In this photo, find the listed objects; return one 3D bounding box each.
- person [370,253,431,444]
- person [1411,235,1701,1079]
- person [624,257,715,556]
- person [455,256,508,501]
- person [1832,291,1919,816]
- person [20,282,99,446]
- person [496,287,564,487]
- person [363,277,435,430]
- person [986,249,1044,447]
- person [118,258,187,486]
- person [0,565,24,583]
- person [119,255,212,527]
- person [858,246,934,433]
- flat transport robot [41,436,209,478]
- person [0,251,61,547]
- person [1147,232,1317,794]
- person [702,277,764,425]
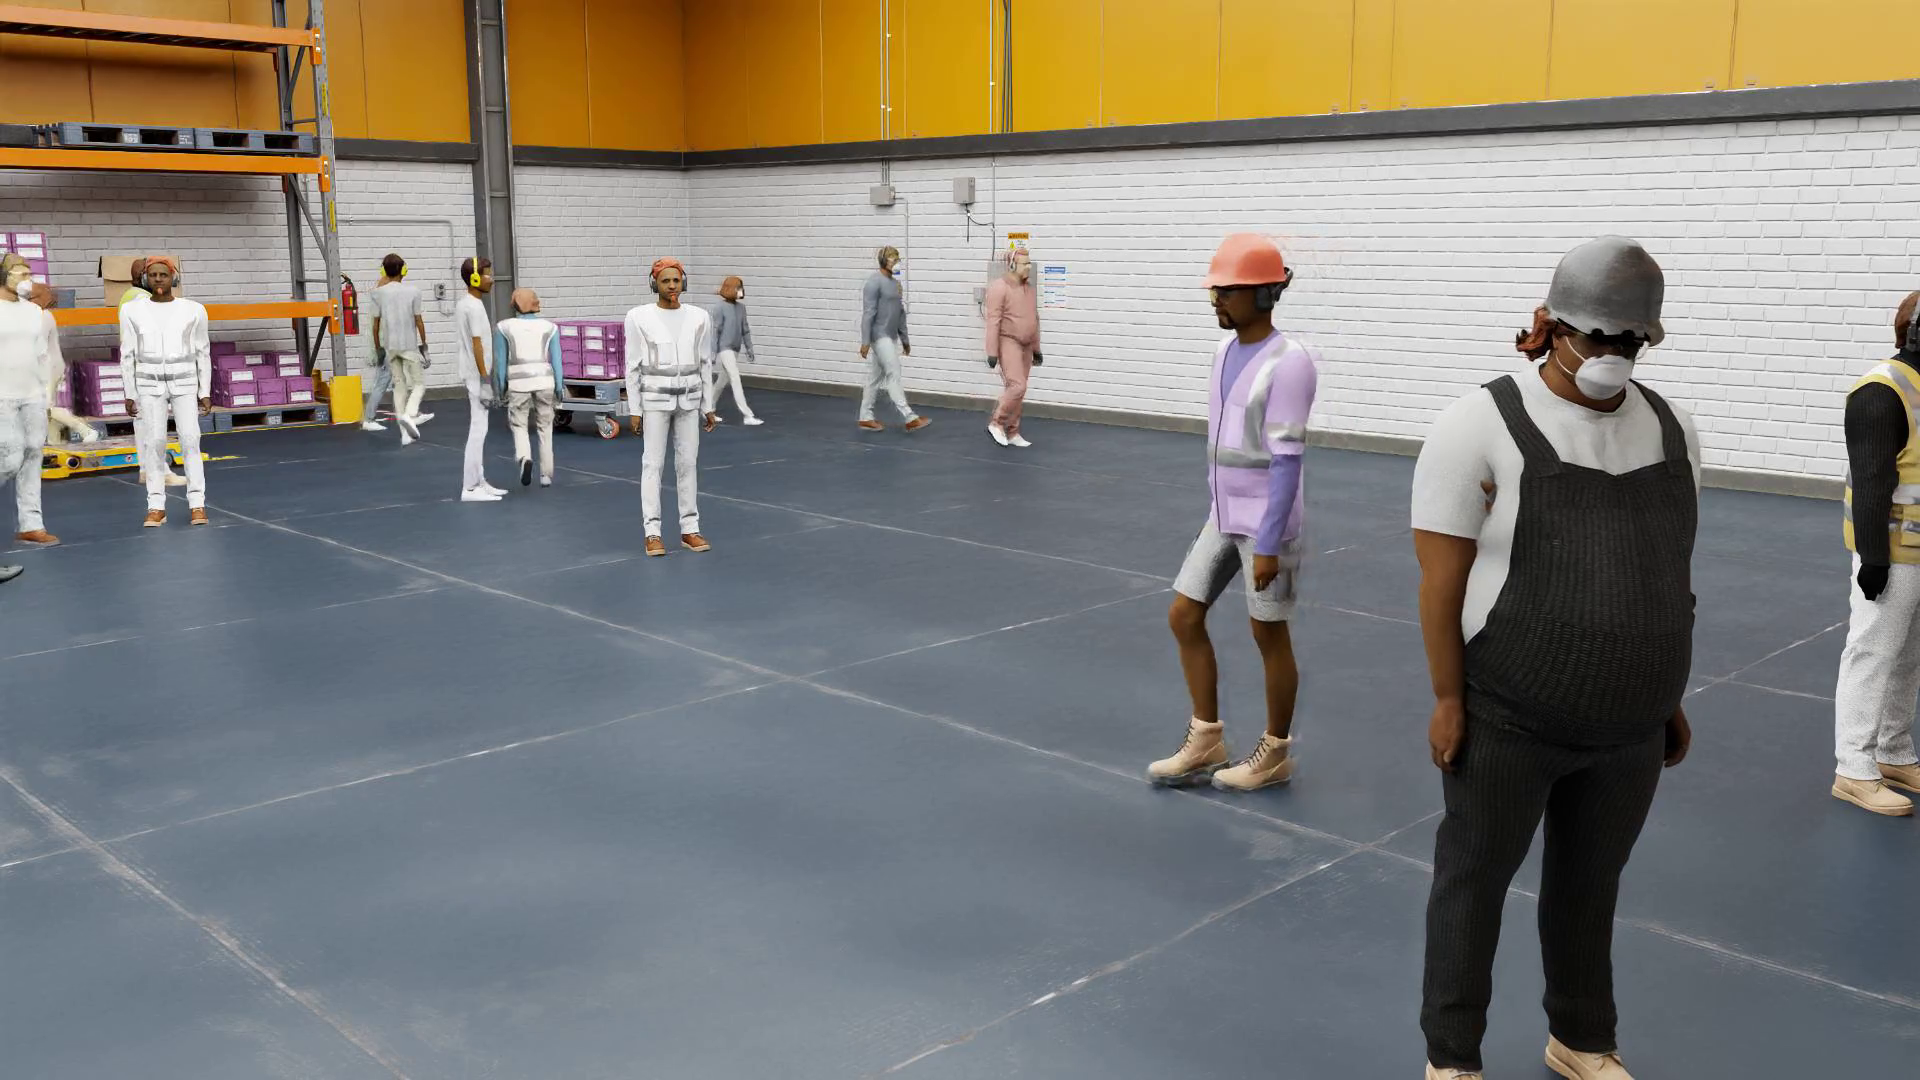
[{"bbox_3d":[-5.392,-1.826,16.020,0.545,1.847,0.496,0,10,-1],"label":"person"},{"bbox_3d":[1.374,0.332,3.733,0.673,2.000,0.536,-2,11,-12],"label":"person"},{"bbox_3d":[-1.838,-0.846,10.590,0.575,1.883,0.355,-6,12,-30],"label":"person"},{"bbox_3d":[-3.693,-1.233,12.746,0.328,1.869,0.531,-4,11,-23],"label":"person"},{"bbox_3d":[3.373,0.035,5.897,0.625,1.844,0.429,-8,13,-36],"label":"person"},{"bbox_3d":[-8.089,-1.500,14.869,0.480,1.615,0.513,-5,11,-24],"label":"person"},{"bbox_3d":[-3.407,-1.200,13.221,0.527,1.620,0.526,-3,11,-17],"label":"person"},{"bbox_3d":[-5.939,-1.953,17.437,0.867,1.587,0.504,-9,14,-41],"label":"person"},{"bbox_3d":[0.550,-1.820,15.871,0.424,1.894,0.643,7,13,34],"label":"person"},{"bbox_3d":[-6.545,-1.357,13.491,0.429,1.839,0.634,-8,13,-38],"label":"person"},{"bbox_3d":[-5.840,-0.524,9.269,0.537,1.716,0.913,7,13,35],"label":"person"},{"bbox_3d":[-5.524,-1.033,11.603,0.576,1.885,0.355,-4,11,-20],"label":"person"},{"bbox_3d":[-0.647,-2.037,17.019,0.969,1.899,0.659,4,11,21],"label":"person"},{"bbox_3d":[-7.341,-0.729,14.348,0.652,0.197,1.431,8,13,36],"label":"flat transport robot"},{"bbox_3d":[-6.183,-0.900,10.777,0.571,1.926,0.652,3,11,16],"label":"person"},{"bbox_3d":[0.943,-0.062,5.916,0.689,2.023,0.632,-4,11,-20],"label":"person"},{"bbox_3d":[-2.478,-2.038,17.900,0.874,1.588,0.512,5,12,27],"label":"person"}]
